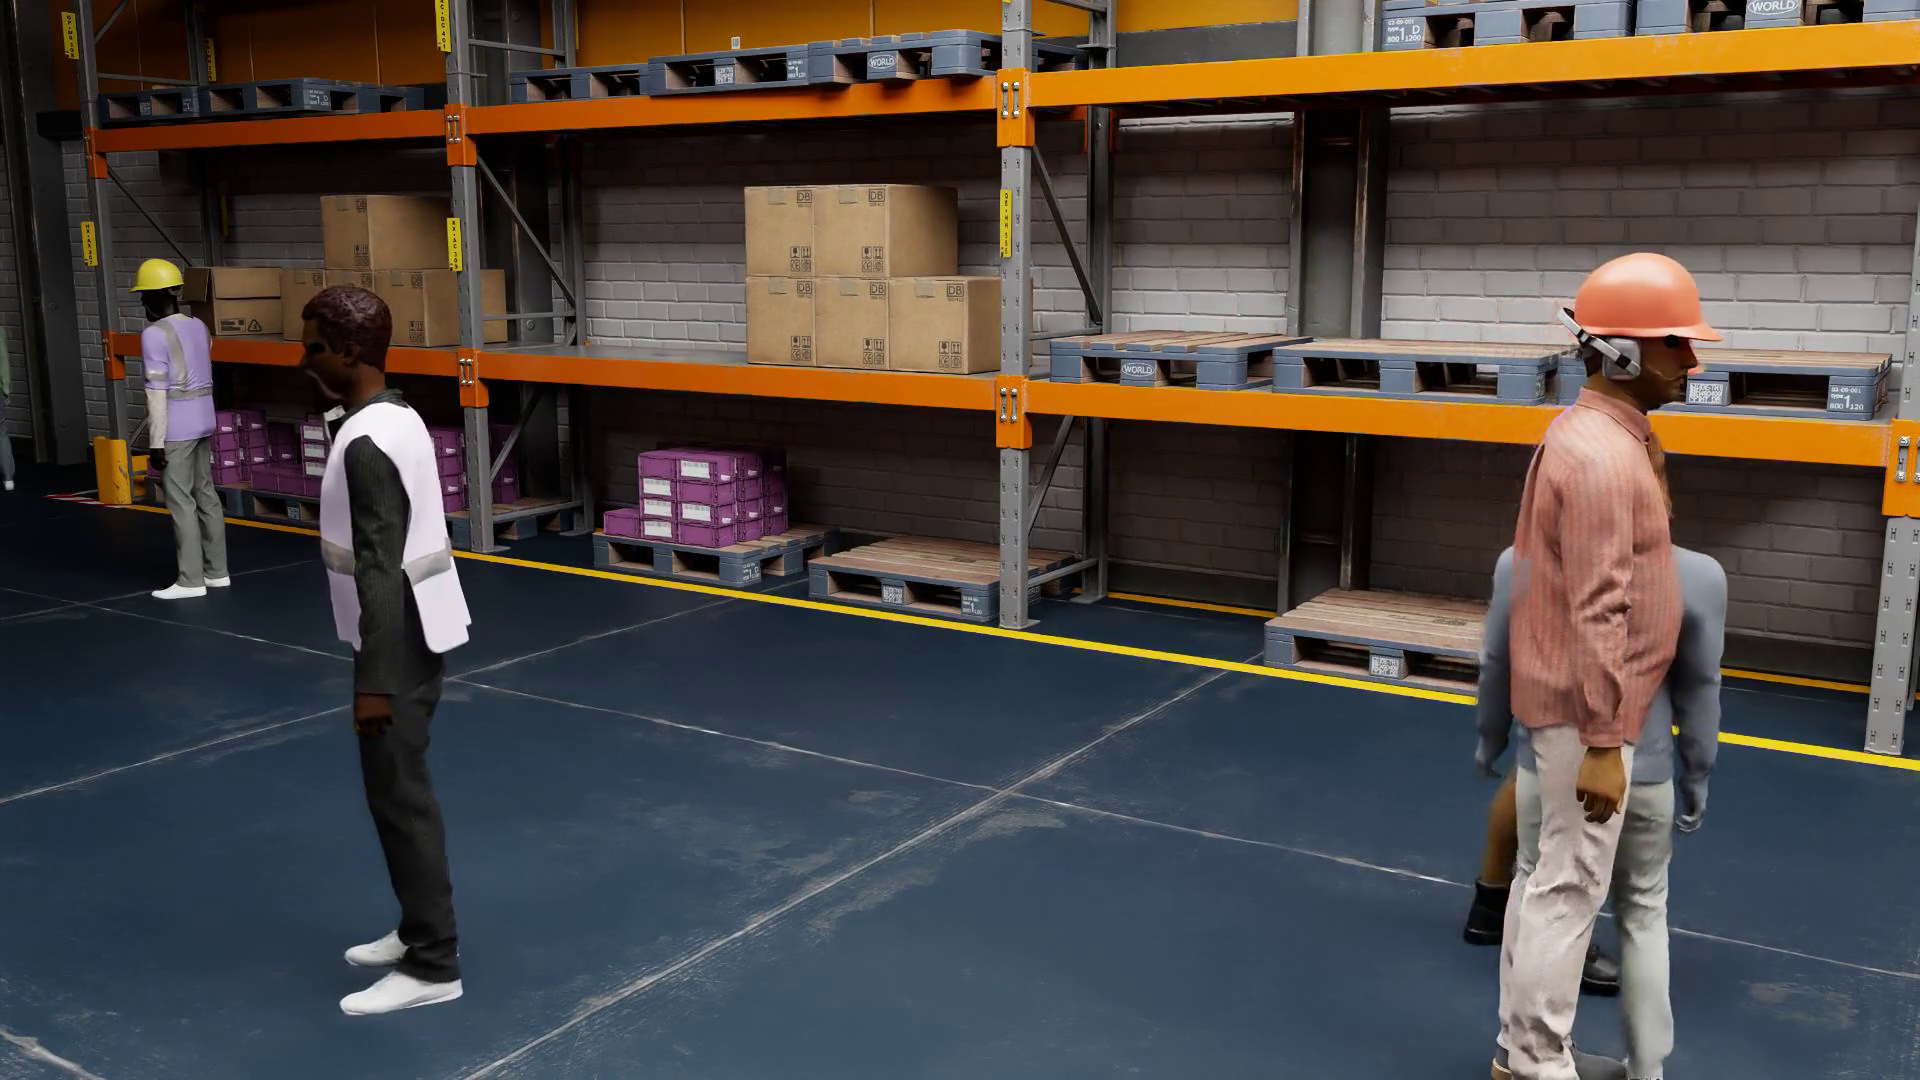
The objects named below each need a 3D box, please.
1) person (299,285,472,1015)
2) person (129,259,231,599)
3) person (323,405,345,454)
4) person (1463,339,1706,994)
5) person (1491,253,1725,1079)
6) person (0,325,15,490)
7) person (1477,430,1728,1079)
[{"bbox_3d":[-1.497,0.288,4.413,0.391,1.910,0.603,-3,11,-15],"label":"person"},{"bbox_3d":[-4.444,-0.625,9.442,0.397,1.918,0.588,1,10,4],"label":"person"},{"bbox_3d":[-3.702,-0.618,10.220,0.284,1.626,0.496,4,11,23],"label":"person"},{"bbox_3d":[1.675,0.271,4.480,0.493,1.909,0.551,2,10,13],"label":"person"},{"bbox_3d":[1.425,0.368,3.719,0.396,1.992,0.623,3,11,15],"label":"person"},{"bbox_3d":[-7.890,-1.190,13.355,0.501,1.631,0.285,-10,14,-44],"label":"person"},{"bbox_3d":[1.461,0.529,3.850,0.518,1.629,0.341,3,11,15],"label":"person"}]
